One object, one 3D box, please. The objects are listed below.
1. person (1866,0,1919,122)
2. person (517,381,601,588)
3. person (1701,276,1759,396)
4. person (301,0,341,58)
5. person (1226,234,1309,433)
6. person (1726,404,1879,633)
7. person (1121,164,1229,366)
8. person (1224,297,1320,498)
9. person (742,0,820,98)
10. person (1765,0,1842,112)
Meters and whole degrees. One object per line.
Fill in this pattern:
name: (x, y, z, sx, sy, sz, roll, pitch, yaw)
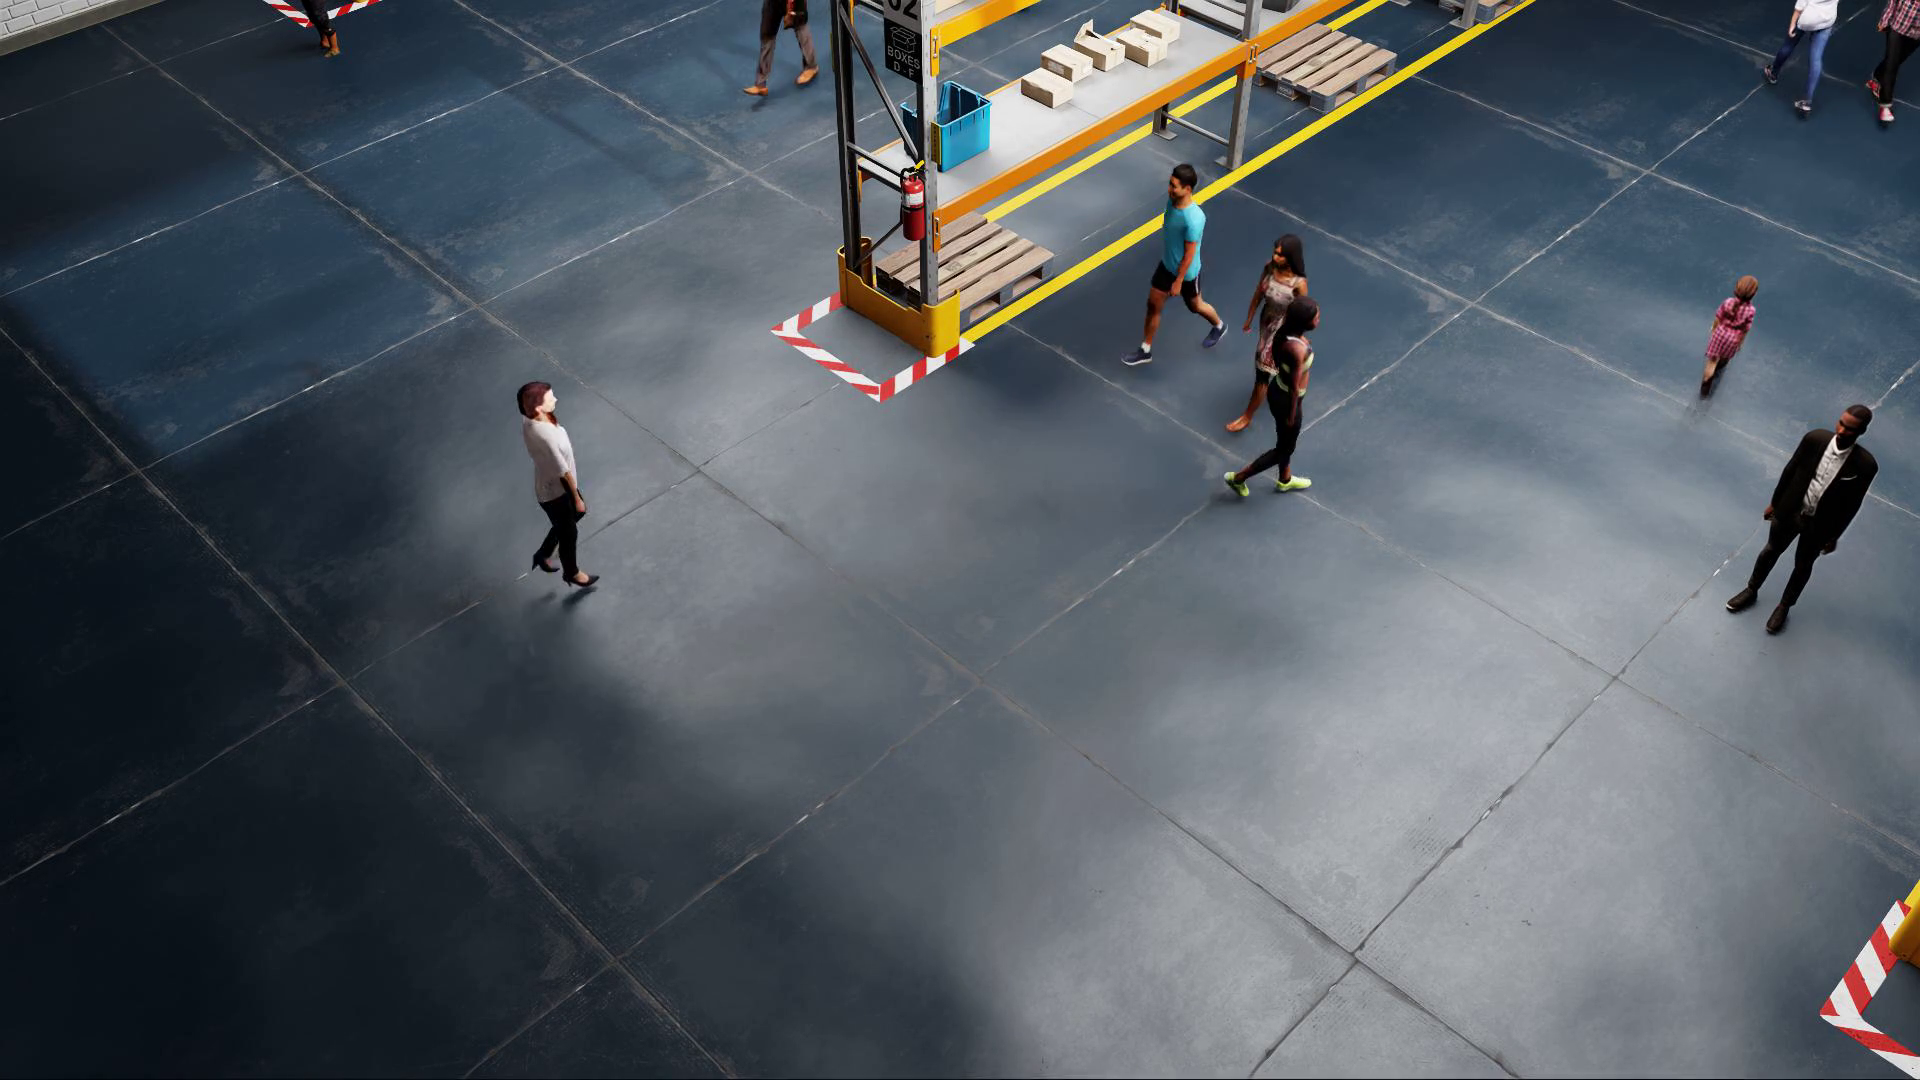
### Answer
person: (9.104, -4.968, 15.987, 1.138, 1.717, 1.242, 2, 44, 3)
person: (-2.770, -0.300, 11.040, 0.806, 1.783, 0.749, -14, 45, -14)
person: (5.968, -1.580, 12.950, 0.533, 1.002, 0.789, 23, 48, 22)
person: (-6.612, -5.646, 16.889, 0.517, 1.455, 0.604, -29, 51, -27)
person: (2.467, -1.626, 12.563, 1.175, 1.602, 0.758, -27, 50, -26)
person: (5.550, -0.161, 10.882, 0.544, 1.800, 0.648, -34, 53, -30)
person: (1.813, -2.131, 13.001, 1.254, 1.728, 0.863, -20, 47, -20)
person: (2.239, -0.968, 11.770, 1.008, 1.743, 0.911, -3, 44, -4)
person: (-1.627, -5.273, 16.203, 0.859, 1.861, 1.261, 25, 49, 24)
person: (8.281, -4.965, 16.023, 1.112, 1.663, 1.253, 3, 44, 3)
